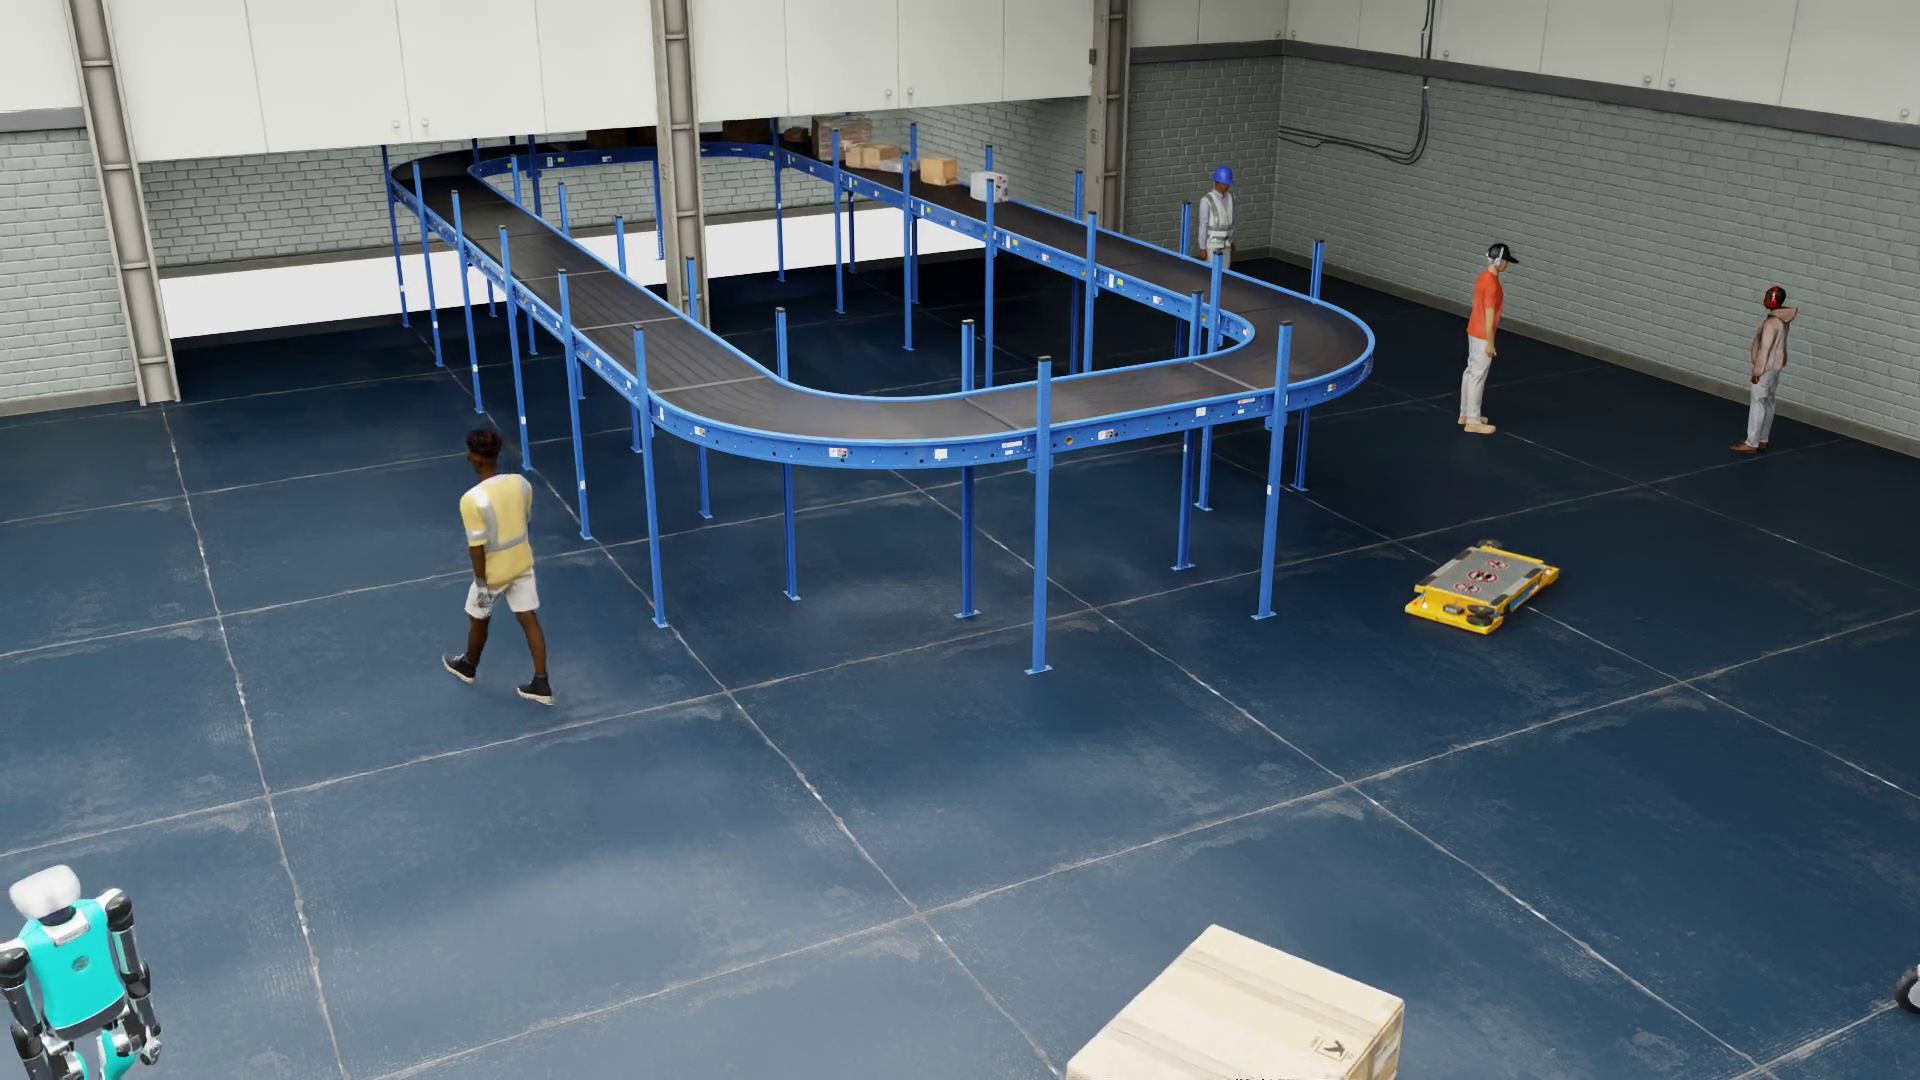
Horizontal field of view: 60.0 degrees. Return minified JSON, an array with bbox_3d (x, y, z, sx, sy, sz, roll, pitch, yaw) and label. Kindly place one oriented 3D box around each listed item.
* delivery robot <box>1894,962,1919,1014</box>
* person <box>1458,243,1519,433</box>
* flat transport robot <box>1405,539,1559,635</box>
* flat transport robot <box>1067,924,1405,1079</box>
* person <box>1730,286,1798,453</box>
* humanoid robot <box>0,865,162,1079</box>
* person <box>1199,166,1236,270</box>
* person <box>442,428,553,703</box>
[{"bbox_3d":[5.009,2.215,8.045,0.815,0.614,0.499,0,22,0],"label":"delivery robot"},{"bbox_3d":[5.310,-2.035,16.725,0.420,1.907,0.475,2,22,5],"label":"person"},{"bbox_3d":[4.098,0.357,12.992,0.659,0.231,1.431,17,28,36],"label":"flat transport robot"},{"bbox_3d":[1.158,2.678,7.255,1.431,0.231,0.659,16,27,34],"label":"flat transport robot"},{"bbox_3d":[7.816,-1.648,16.113,0.326,1.648,0.463,20,29,40],"label":"person"},{"bbox_3d":[-3.716,2.068,6.905,0.853,1.845,0.561,17,27,35],"label":"humanoid robot"},{"bbox_3d":[3.227,-3.715,20.849,0.618,1.933,0.415,-18,28,-37],"label":"person"},{"bbox_3d":[-3.185,0.147,11.311,0.995,1.909,0.620,14,26,31],"label":"person"}]
